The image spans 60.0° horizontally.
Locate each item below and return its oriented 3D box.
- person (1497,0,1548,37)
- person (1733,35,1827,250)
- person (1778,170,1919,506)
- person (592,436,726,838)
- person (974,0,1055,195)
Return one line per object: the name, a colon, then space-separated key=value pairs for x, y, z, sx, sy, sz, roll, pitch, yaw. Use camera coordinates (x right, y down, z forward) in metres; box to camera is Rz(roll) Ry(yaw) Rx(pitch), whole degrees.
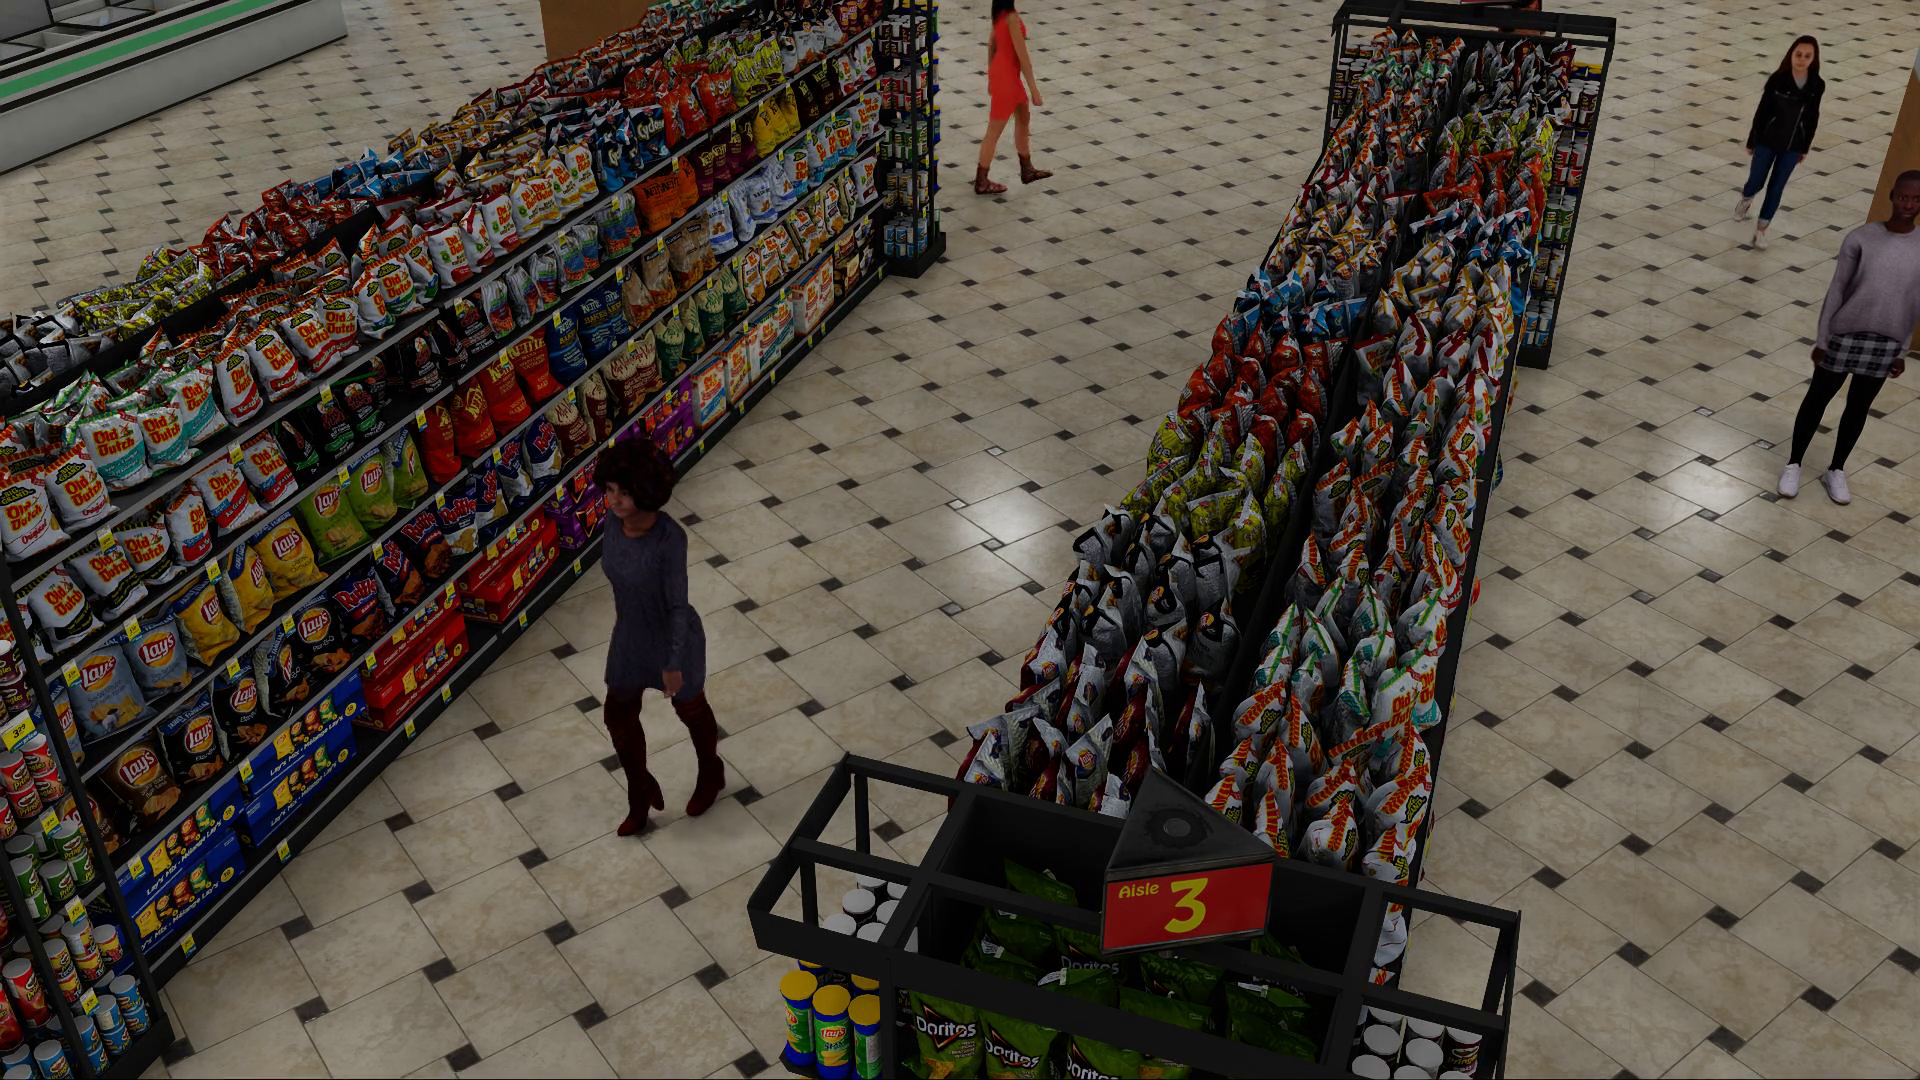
person: x=3.995 y=-3.265 z=12.247 sx=1.000 sy=1.615 sz=1.102 roll=-12 pitch=34 yaw=-18
person: x=5.734 y=-2.804 z=11.643 sx=0.572 sy=1.472 sz=0.789 roll=10 pitch=33 yaw=16
person: x=4.619 y=-1.036 z=8.518 sx=0.622 sy=1.771 sz=0.539 roll=9 pitch=33 yaw=14
person: x=-1.089 y=0.354 z=6.359 sx=0.669 sy=1.692 sz=0.762 roll=16 pitch=35 yaw=24
person: x=0.257 y=-3.377 z=12.356 sx=0.926 sy=1.692 sz=0.931 roll=-7 pitch=33 yaw=-11
